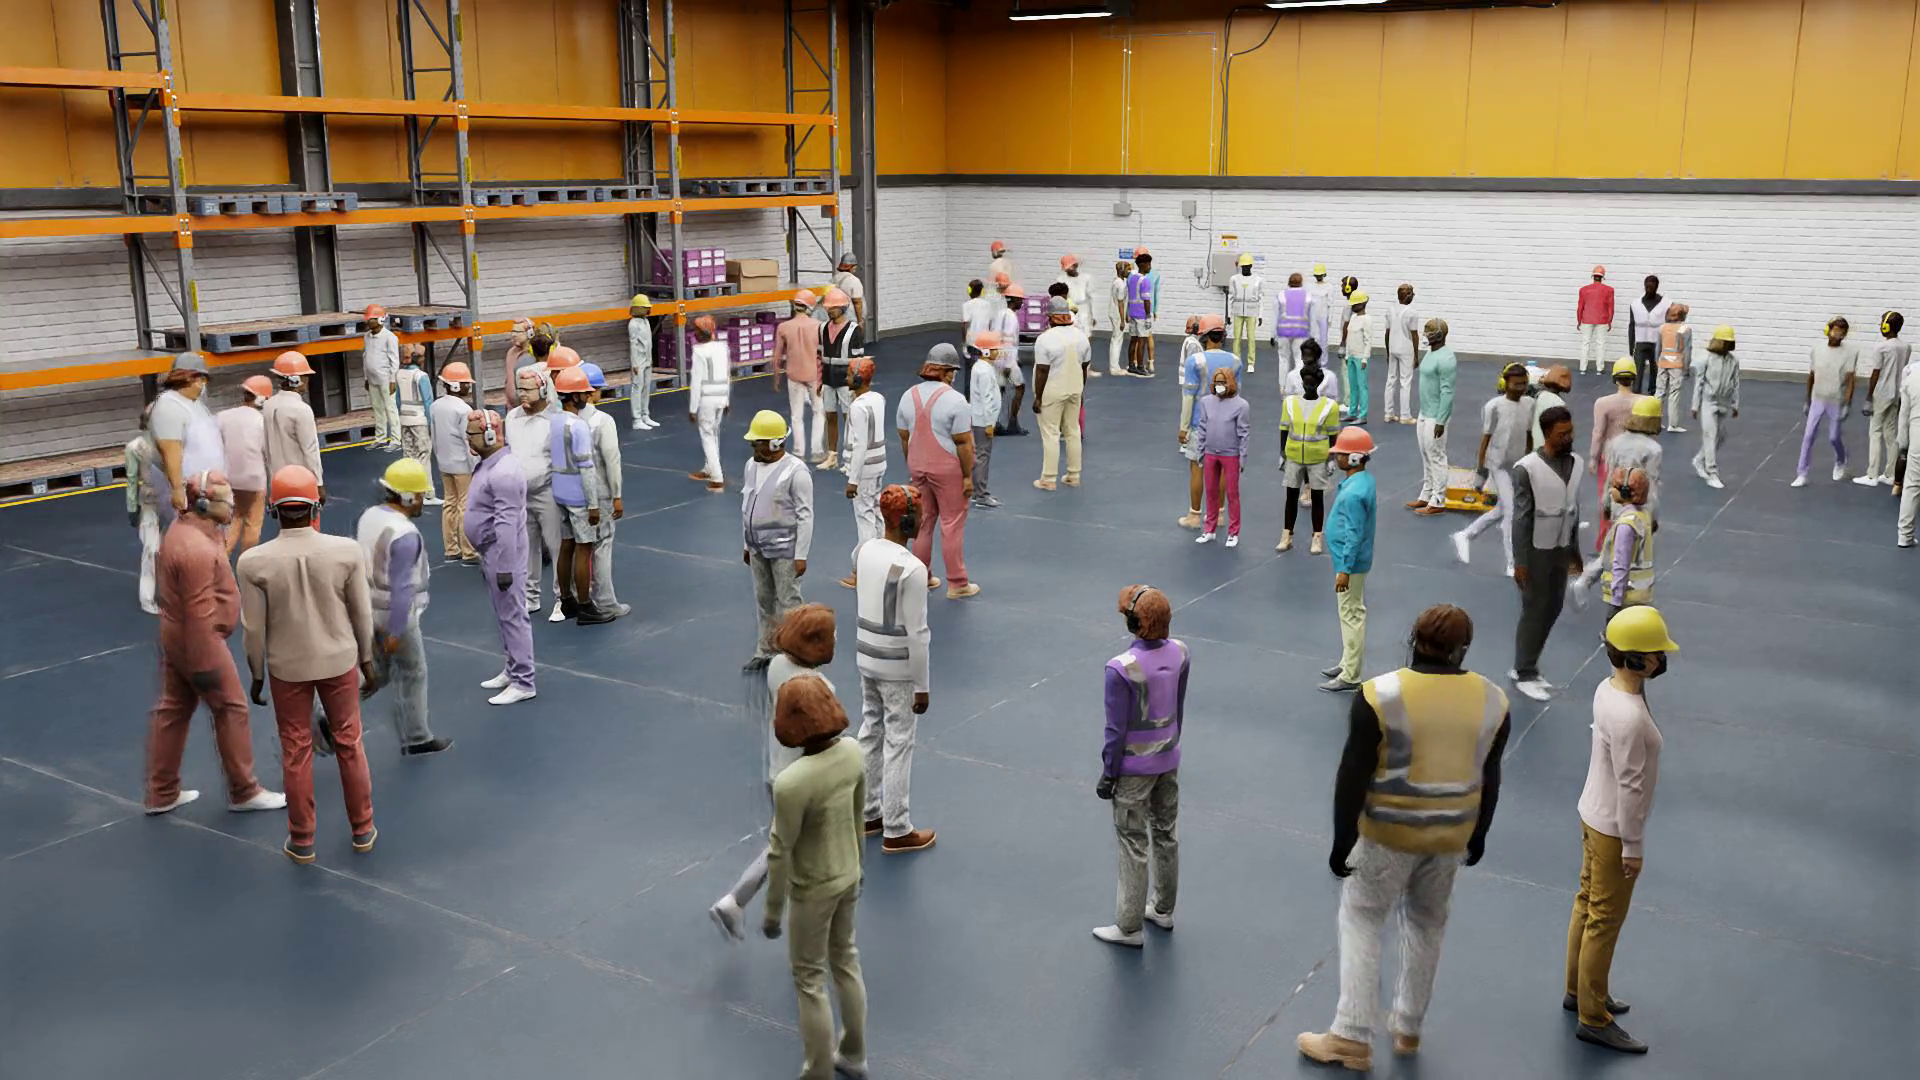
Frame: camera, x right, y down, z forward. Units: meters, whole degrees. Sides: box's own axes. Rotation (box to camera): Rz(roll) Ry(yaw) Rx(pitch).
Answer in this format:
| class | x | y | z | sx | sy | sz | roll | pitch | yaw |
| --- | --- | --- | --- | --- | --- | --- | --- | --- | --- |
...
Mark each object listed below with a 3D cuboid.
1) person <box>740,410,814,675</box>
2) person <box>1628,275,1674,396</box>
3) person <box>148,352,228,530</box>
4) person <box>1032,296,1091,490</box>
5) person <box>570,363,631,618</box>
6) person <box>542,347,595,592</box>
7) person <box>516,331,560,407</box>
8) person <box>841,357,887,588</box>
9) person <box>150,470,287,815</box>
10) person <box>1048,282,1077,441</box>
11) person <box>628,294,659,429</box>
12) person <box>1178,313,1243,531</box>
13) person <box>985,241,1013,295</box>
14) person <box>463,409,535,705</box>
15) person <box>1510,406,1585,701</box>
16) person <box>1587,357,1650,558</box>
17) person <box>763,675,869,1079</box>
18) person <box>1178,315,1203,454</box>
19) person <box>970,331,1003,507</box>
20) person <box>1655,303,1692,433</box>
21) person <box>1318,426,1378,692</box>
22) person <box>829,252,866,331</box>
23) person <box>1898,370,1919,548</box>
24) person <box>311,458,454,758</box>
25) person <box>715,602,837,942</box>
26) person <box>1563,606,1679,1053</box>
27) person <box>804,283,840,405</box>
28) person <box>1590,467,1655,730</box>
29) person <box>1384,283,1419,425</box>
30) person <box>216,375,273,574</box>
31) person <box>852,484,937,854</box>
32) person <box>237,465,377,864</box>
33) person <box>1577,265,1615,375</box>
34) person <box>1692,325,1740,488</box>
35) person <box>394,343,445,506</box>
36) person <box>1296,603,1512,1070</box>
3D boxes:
| class | x | y | z | sx | sy | sz | roll | pitch | yaw |
| --- | --- | --- | --- | --- | --- | --- | --- | --- | --- |
| person | -1.247 | 0.041 | 11.088 | 0.602 | 1.827 | 0.404 | 11 | 17 | 40 |
| person | 9.510 | -2.711 | 22.950 | 0.608 | 1.868 | 1.005 | 8 | 15 | 30 |
| person | -5.948 | -0.457 | 12.790 | 0.584 | 2.000 | 0.781 | 1 | 13 | 4 |
| person | 1.009 | -1.558 | 17.562 | 0.688 | 2.000 | 0.536 | -9 | 16 | -34 |
| person | -2.802 | -0.364 | 12.593 | 0.612 | 1.943 | 0.404 | 7 | 15 | 27 |
| person | -3.112 | -0.561 | 13.369 | 0.403 | 1.986 | 0.611 | 0 | 13 | 2 |
| person | -3.881 | -1.014 | 15.590 | 0.535 | 1.864 | 0.309 | -3 | 13 | -14 |
| person | -0.783 | -0.544 | 13.514 | 0.355 | 1.883 | 0.574 | 3 | 13 | 14 |
| person | -4.014 | 0.558 | 8.798 | 0.684 | 1.865 | 0.661 | -8 | 15 | -32 |
| person | 1.250 | -2.206 | 20.552 | 0.375 | 1.959 | 0.603 | -3 | 13 | -12 |
| person | -4.089 | -2.295 | 21.430 | 0.315 | 1.736 | 0.486 | 3 | 13 | 13 |
| person | 2.334 | -1.108 | 15.640 | 0.617 | 2.030 | 0.409 | -6 | 14 | -24 |
| person | 0.682 | -4.372 | 29.894 | 0.436 | 1.979 | 0.643 | 11 | 17 | 38 |
| person | -2.977 | 0.100 | 10.699 | 0.396 | 1.900 | 0.647 | -6 | 14 | -23 |
| person | 3.804 | 0.079 | 10.821 | 0.644 | 1.915 | 0.512 | -8 | 15 | -33 |
| person | 5.724 | -0.704 | 14.466 | 0.528 | 1.765 | 0.328 | 0 | 13 | -2 |
| person | -0.524 | 1.287 | 6.141 | 0.284 | 1.626 | 0.506 | 8 | 15 | 30 |
| person | 2.738 | -1.837 | 19.677 | 0.313 | 1.634 | 0.515 | 1 | 13 | 6 |
| person | 0.269 | -1.218 | 16.715 | 0.327 | 1.753 | 0.560 | -2 | 13 | -7 |
| person | 9.075 | -2.189 | 21.186 | 0.313 | 1.636 | 0.517 | -6 | 14 | -25 |
| person | 2.547 | 0.121 | 10.906 | 0.321 | 1.754 | 0.559 | 4 | 14 | 16 |
| person | -1.700 | -3.430 | 25.683 | 0.535 | 2.000 | 0.680 | -12 | 18 | -42 |
| person | 8.659 | -0.835 | 14.740 | 0.401 | 1.901 | 0.640 | -8 | 15 | -30 |
| person | -3.330 | 0.431 | 9.500 | 0.743 | 1.795 | 0.606 | -11 | 17 | -40 |
| person | -0.747 | 1.060 | 7.165 | 0.516 | 1.612 | 0.502 | -9 | 16 | -34 |
| person | 2.599 | 1.118 | 6.554 | 0.304 | 1.772 | 0.525 | 2 | 13 | 11 |
| person | -1.867 | -2.753 | 23.442 | 0.487 | 1.718 | 0.777 | 11 | 17 | 40 |
| person | 4.052 | 0.364 | 10.135 | 0.319 | 1.632 | 0.519 | 8 | 15 | 30 |
| person | 5.782 | -2.424 | 21.748 | 0.345 | 1.846 | 0.508 | -11 | 17 | -39 |
| person | -5.836 | -0.498 | 13.684 | 0.606 | 1.709 | 0.479 | 4 | 14 | 17 |
| person | -0.335 | 0.650 | 8.364 | 0.349 | 1.872 | 0.582 | -10 | 16 | -36 |
| person | -3.212 | 0.614 | 8.238 | 0.609 | 1.996 | 0.379 | -7 | 15 | -26 |
| person | 10.236 | -3.543 | 26.804 | 0.560 | 1.752 | 0.326 | 5 | 14 | 20 |
| person | 8.095 | -1.457 | 17.833 | 0.497 | 1.721 | 0.747 | -2 | 13 | -10 |
| person | -5.451 | -1.155 | 16.699 | 0.512 | 1.639 | 0.311 | 9 | 16 | 34 |
| person | 1.706 | 1.135 | 6.429 | 0.782 | 1.799 | 0.453 | -2 | 13 | -9 |
